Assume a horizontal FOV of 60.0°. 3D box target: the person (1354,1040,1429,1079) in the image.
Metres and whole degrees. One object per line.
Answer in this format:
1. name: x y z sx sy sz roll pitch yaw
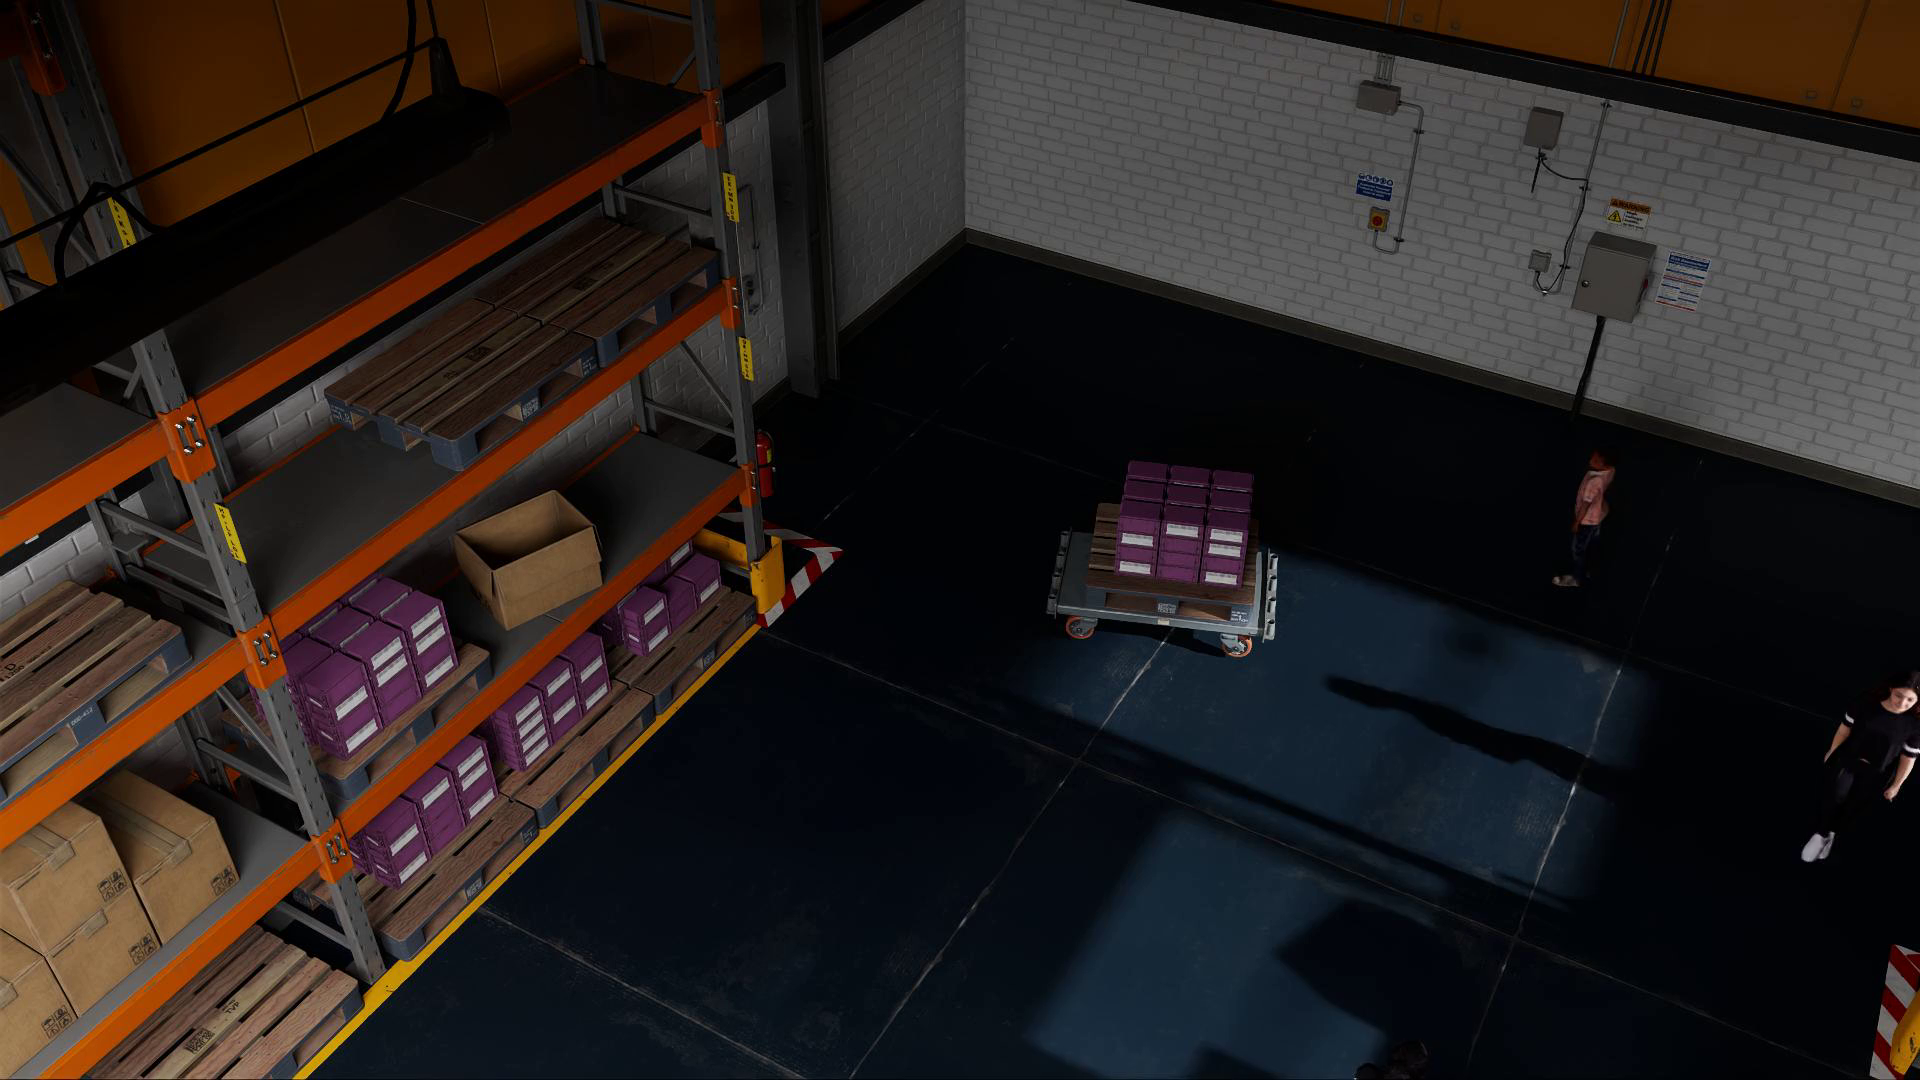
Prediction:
1. person: 1.979 3.056 8.073 0.800 1.699 1.187 30 48 32

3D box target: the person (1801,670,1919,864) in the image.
1. person: 5.595 1.349 10.269 0.628 1.625 0.640 24 44 27

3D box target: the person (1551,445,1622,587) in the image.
1. person: 4.766 -0.211 12.482 0.488 1.301 0.744 -25 45 -28
